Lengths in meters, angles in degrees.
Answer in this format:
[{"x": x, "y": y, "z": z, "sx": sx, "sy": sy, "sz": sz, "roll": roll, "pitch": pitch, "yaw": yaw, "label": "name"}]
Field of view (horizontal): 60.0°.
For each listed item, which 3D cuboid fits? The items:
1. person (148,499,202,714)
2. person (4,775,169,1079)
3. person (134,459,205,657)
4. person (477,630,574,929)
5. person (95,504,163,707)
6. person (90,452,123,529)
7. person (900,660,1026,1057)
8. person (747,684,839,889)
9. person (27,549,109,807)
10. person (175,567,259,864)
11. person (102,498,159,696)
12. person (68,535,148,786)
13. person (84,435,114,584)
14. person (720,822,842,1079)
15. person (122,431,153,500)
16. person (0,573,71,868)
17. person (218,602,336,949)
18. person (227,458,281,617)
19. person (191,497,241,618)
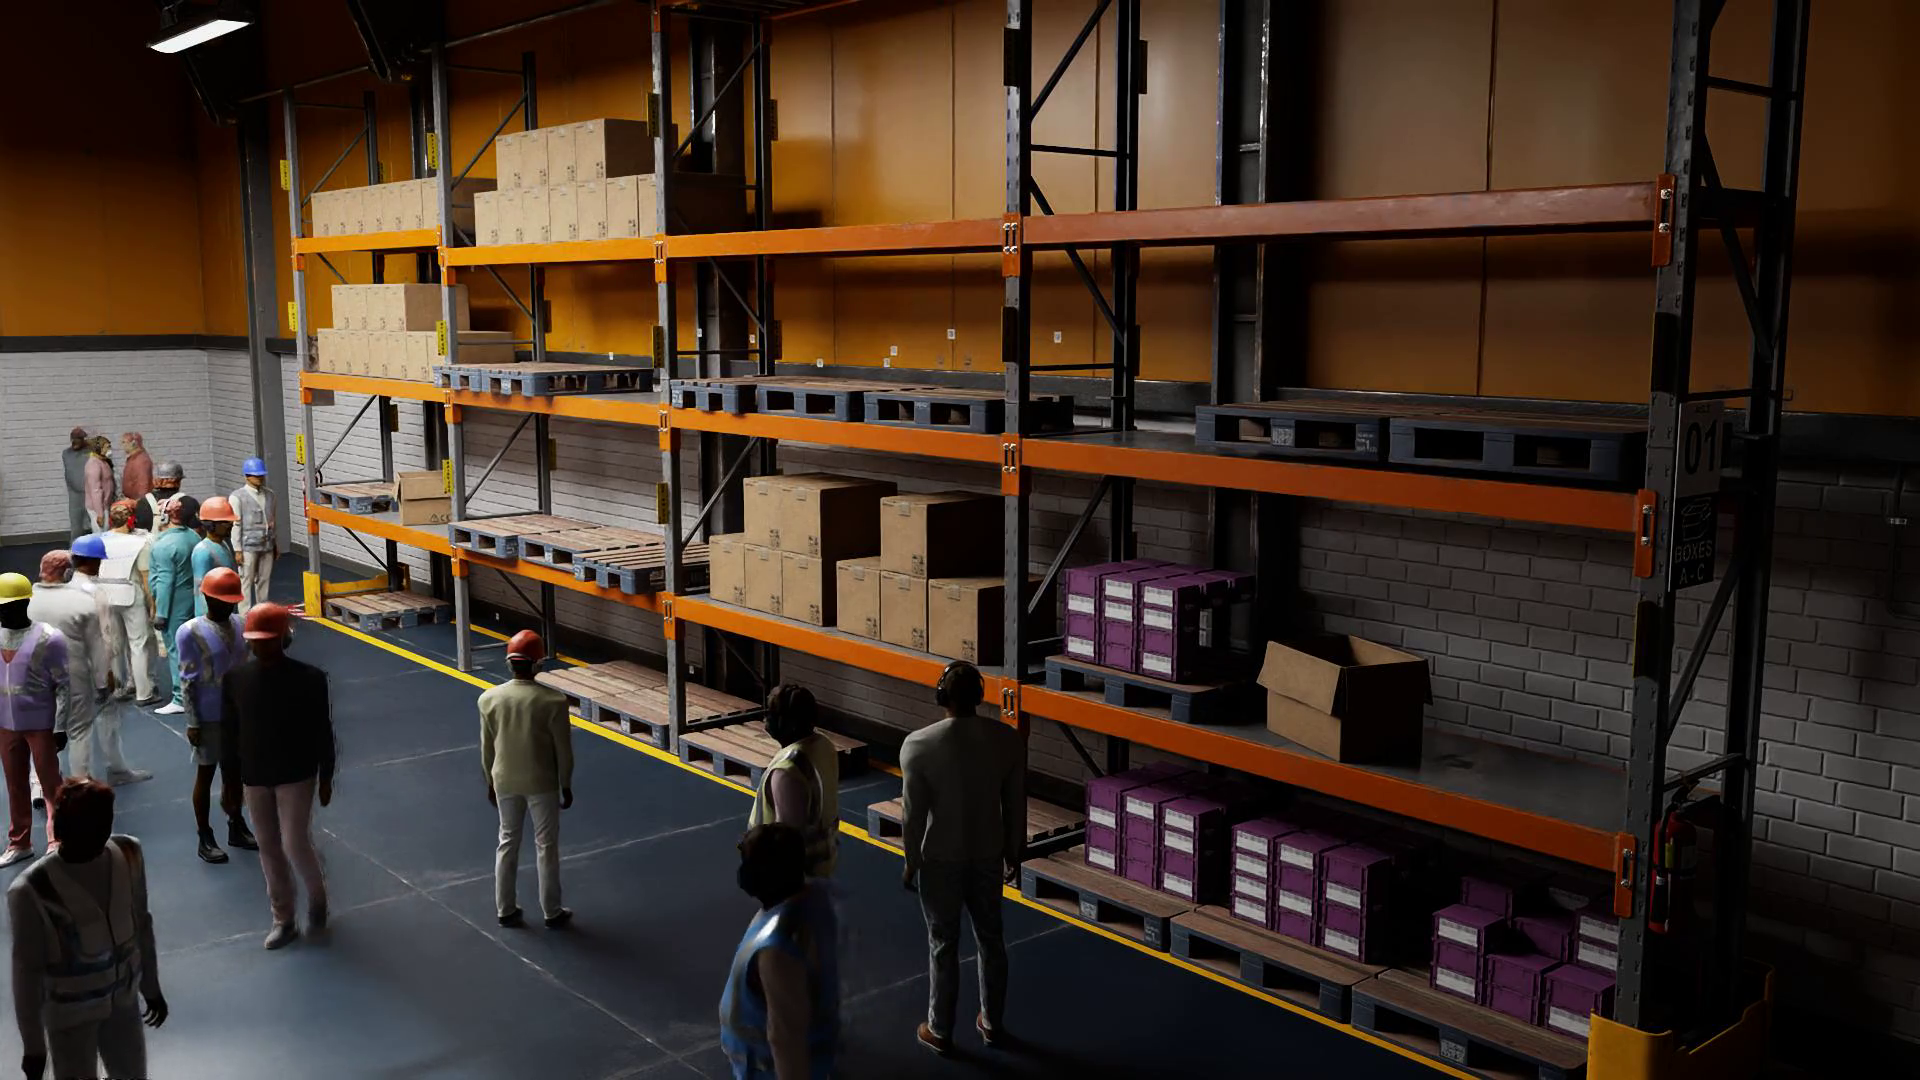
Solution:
[{"x": -6.964, "y": 0.583, "z": 14.755, "sx": 0.410, "sy": 1.909, "sz": 0.642, "roll": 0, "pitch": 8, "yaw": 1, "label": "person"}, {"x": -3.341, "y": 1.804, "z": 6.378, "sx": 0.392, "sy": 1.871, "sz": 0.596, "roll": 3, "pitch": 9, "yaw": 23, "label": "person"}, {"x": -8.061, "y": 0.179, "z": 17.103, "sx": 0.687, "sy": 2.000, "sz": 0.536, "roll": 0, "pitch": 8, "yaw": 0, "label": "person"}, {"x": -2.520, "y": 1.390, "z": 9.725, "sx": 0.564, "sy": 1.743, "sz": 0.352, "roll": 1, "pitch": 8, "yaw": 9, "label": "person"}, {"x": -7.509, "y": 0.592, "z": 14.951, "sx": 0.562, "sy": 1.835, "sz": 0.385, "roll": 2, "pitch": 8, "yaw": 11, "label": "person"}, {"x": -11.155, "y": -0.329, "z": 21.717, "sx": 0.492, "sy": 1.728, "sz": 0.324, "roll": 2, "pitch": 8, "yaw": 11, "label": "person"}, {"x": 0.008, "y": 1.531, "z": 8.060, "sx": 0.629, "sy": 1.940, "sz": 0.372, "roll": -3, "pitch": 9, "yaw": -19, "label": "person"}, {"x": -0.798, "y": 1.592, "z": 7.966, "sx": 0.429, "sy": 1.843, "sz": 0.633, "roll": 1, "pitch": 8, "yaw": 10, "label": "person"}, {"x": -6.458, "y": 1.007, "z": 11.916, "sx": 0.682, "sy": 1.880, "sz": 0.430, "roll": -2, "pitch": 8, "yaw": -11, "label": "person"}, {"x": -4.818, "y": 1.128, "z": 10.894, "sx": 0.377, "sy": 1.929, "sz": 0.542, "roll": 5, "pitch": 9, "yaw": 30, "label": "person"}, {"x": -7.574, "y": 0.543, "z": 15.180, "sx": 0.663, "sy": 1.872, "sz": 0.368, "roll": 2, "pitch": 8, "yaw": 13, "label": "person"}, {"x": -6.630, "y": 0.919, "z": 12.515, "sx": 0.803, "sy": 1.896, "sz": 0.557, "roll": 4, "pitch": 9, "yaw": 24, "label": "person"}, {"x": -11.041, "y": -0.373, "z": 21.386, "sx": 0.369, "sy": 1.920, "sz": 0.624, "roll": -3, "pitch": 9, "yaw": -20, "label": "person"}, {"x": -0.564, "y": 1.890, "z": 6.021, "sx": 0.865, "sy": 1.818, "sz": 0.614, "roll": 1, "pitch": 8, "yaw": 9, "label": "person"}, {"x": -11.051, "y": -0.508, "z": 22.365, "sx": 0.404, "sy": 1.914, "sz": 0.652, "roll": -5, "pitch": 10, "yaw": -31, "label": "person"}, {"x": -6.008, "y": 1.158, "z": 10.688, "sx": 0.588, "sy": 1.927, "sz": 0.369, "roll": 1, "pitch": 8, "yaw": 6, "label": "person"}, {"x": -3.843, "y": 1.323, "z": 9.335, "sx": 0.611, "sy": 1.982, "sz": 0.424, "roll": 0, "pitch": 8, "yaw": 3, "label": "person"}, {"x": -7.700, "y": 0.065, "z": 18.212, "sx": 0.406, "sy": 1.947, "sz": 0.606, "roll": 4, "pitch": 9, "yaw": 24, "label": "person"}, {"x": -6.120, "y": 0.654, "z": 13.790, "sx": 0.394, "sy": 2.041, "sz": 0.612, "roll": -1, "pitch": 8, "yaw": -10, "label": "person"}]
